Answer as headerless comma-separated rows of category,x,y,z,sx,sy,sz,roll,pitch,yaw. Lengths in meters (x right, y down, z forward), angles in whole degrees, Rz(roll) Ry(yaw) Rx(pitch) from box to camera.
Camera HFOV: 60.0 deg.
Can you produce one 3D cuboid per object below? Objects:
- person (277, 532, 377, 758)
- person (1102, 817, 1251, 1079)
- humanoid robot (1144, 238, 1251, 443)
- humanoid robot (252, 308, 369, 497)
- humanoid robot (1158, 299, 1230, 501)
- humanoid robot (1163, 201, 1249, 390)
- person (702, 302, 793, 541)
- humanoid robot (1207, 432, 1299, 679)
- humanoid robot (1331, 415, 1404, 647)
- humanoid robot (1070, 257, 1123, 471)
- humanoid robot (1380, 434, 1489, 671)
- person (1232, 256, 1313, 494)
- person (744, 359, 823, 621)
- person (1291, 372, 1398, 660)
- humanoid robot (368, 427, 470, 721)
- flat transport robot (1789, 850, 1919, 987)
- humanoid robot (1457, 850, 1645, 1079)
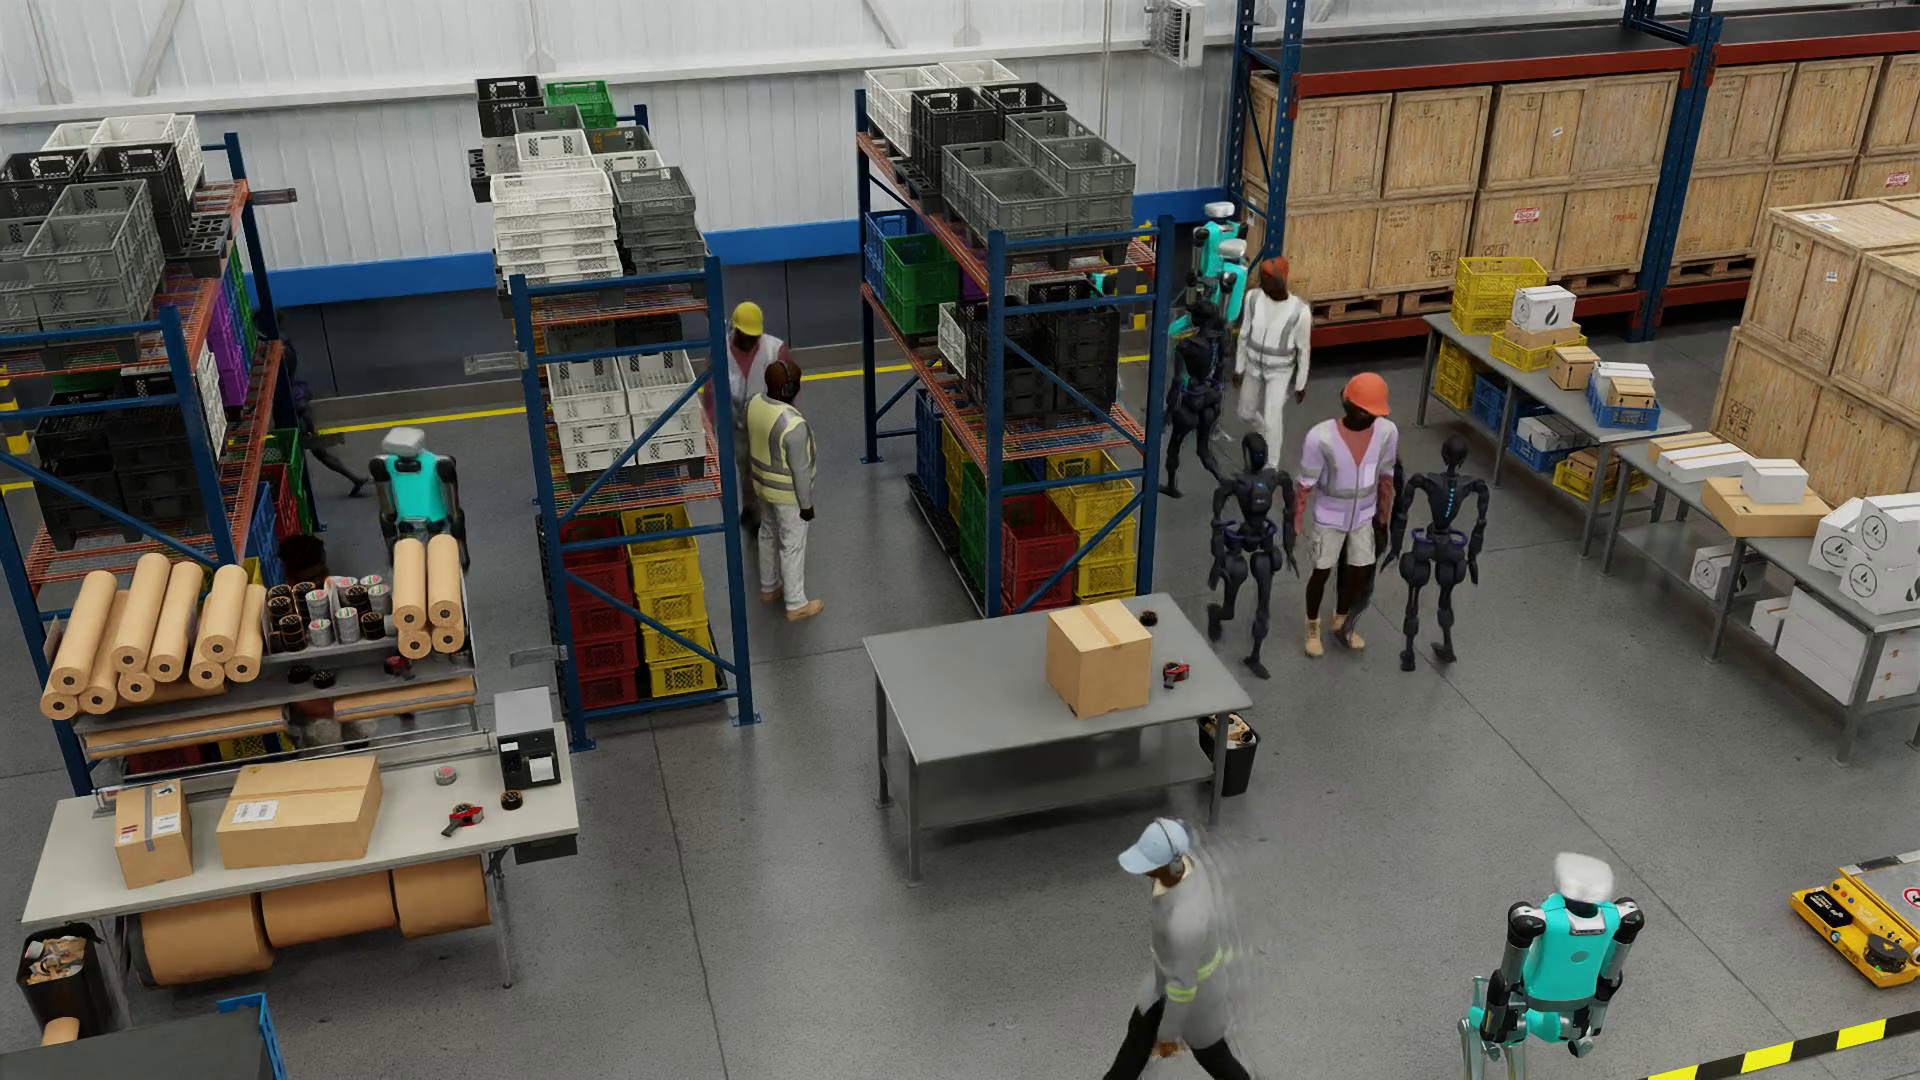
person,-3.365,0.828,8.894,0.362,1.963,0.612,18,33,29
person,0.948,1.895,7.124,0.989,1.790,0.624,-2,29,-4
humanoid robot,1.865,-1.651,13.672,0.991,1.772,0.531,12,31,20
humanoid robot,-4.974,-0.988,12.537,0.751,1.634,0.588,-5,29,-9
humanoid robot,1.800,-1.028,12.594,0.611,1.639,0.624,-21,35,-34
humanoid robot,2.088,-2.164,14.642,0.535,1.809,0.791,-13,31,-22
person,-1.555,-0.873,12.140,0.630,1.800,0.679,5,29,9
humanoid robot,1.855,0.047,10.635,0.596,1.639,0.641,-7,30,-12
humanoid robot,2.577,-0.097,10.887,0.602,1.651,0.559,21,35,33
humanoid robot,1.052,-1.316,13.064,0.550,1.762,0.951,-9,30,-16
humanoid robot,2.993,0.082,10.548,0.615,1.651,0.360,2,29,3
person,2.413,-1.297,12.858,0.616,1.863,0.616,22,36,34
person,-1.172,-0.345,11.171,0.431,1.836,0.621,-21,35,-33
person,2.426,-0.143,10.602,0.700,2.027,0.431,-5,29,-9
humanoid robot,-3.358,0.266,10.182,0.544,1.781,0.927,2,29,3
flat transport robot,5.163,1.916,8.676,1.431,0.231,0.659,-8,30,-14
humanoid robot,2.405,1.892,7.054,0.533,1.677,0.735,-2,29,-4
